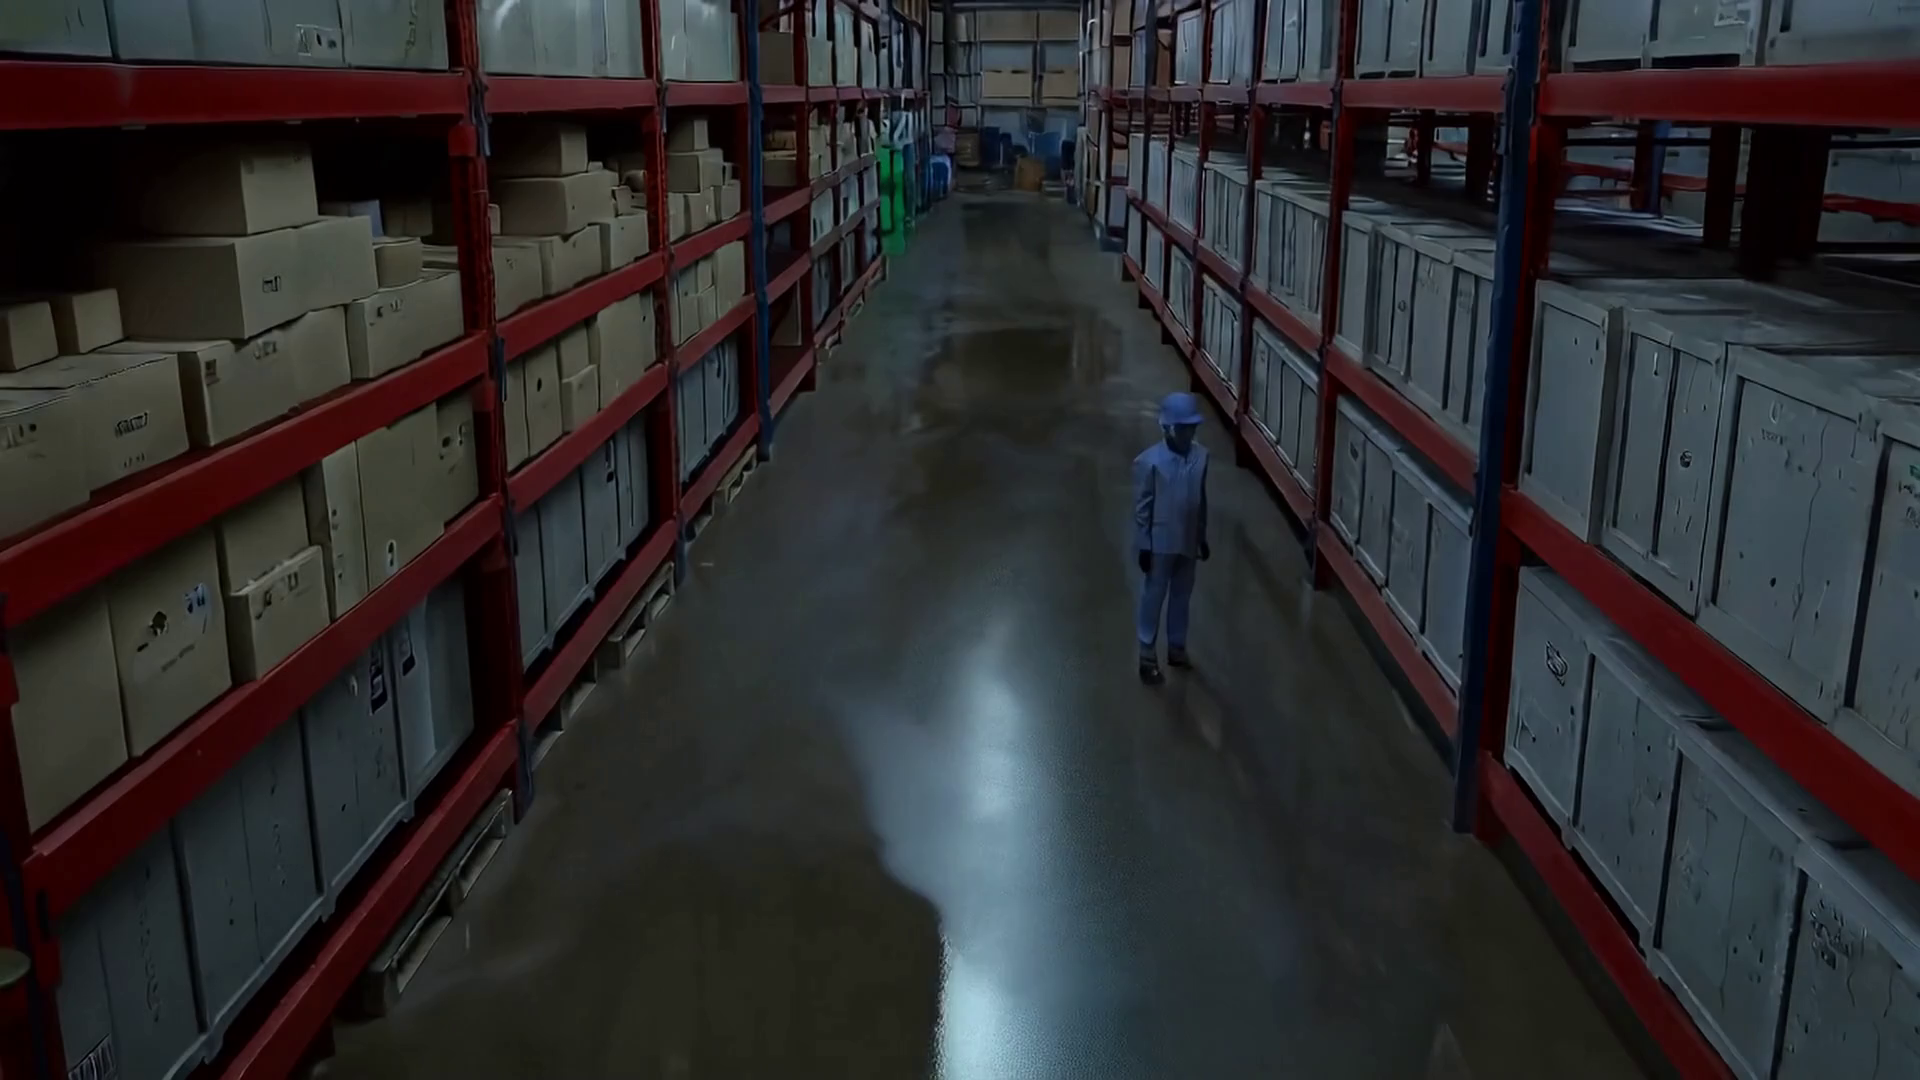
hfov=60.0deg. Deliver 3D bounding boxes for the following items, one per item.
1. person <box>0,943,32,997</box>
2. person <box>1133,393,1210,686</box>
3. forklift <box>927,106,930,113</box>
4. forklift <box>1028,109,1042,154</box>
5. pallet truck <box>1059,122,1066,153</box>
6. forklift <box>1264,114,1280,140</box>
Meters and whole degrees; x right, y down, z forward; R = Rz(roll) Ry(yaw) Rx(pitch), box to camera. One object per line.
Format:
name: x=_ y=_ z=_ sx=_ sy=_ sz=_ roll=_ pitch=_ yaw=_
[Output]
person: x=-1.956 y=1.648 z=3.336 sx=0.625 sy=1.992 sz=0.389 roll=8 pitch=17 yaw=28
person: x=1.280 y=-0.014 z=9.971 sx=0.573 sy=1.755 sz=0.319 roll=-11 pitch=18 yaw=-35
forklift: x=-2.000 y=-20.667 z=84.686 sx=1.129 sy=2.768 sz=1.873 roll=0 pitch=15 yaw=2
forklift: x=3.190 y=-16.828 z=70.404 sx=1.873 sy=2.768 sz=1.129 roll=4 pitch=16 yaw=16
pallet truck: x=5.788 y=-21.111 z=88.014 sx=1.885 sy=1.965 sz=0.823 roll=5 pitch=16 yaw=18
forklift: x=11.012 y=-13.855 z=59.341 sx=1.129 sy=2.768 sz=1.873 roll=0 pitch=15 yaw=2
